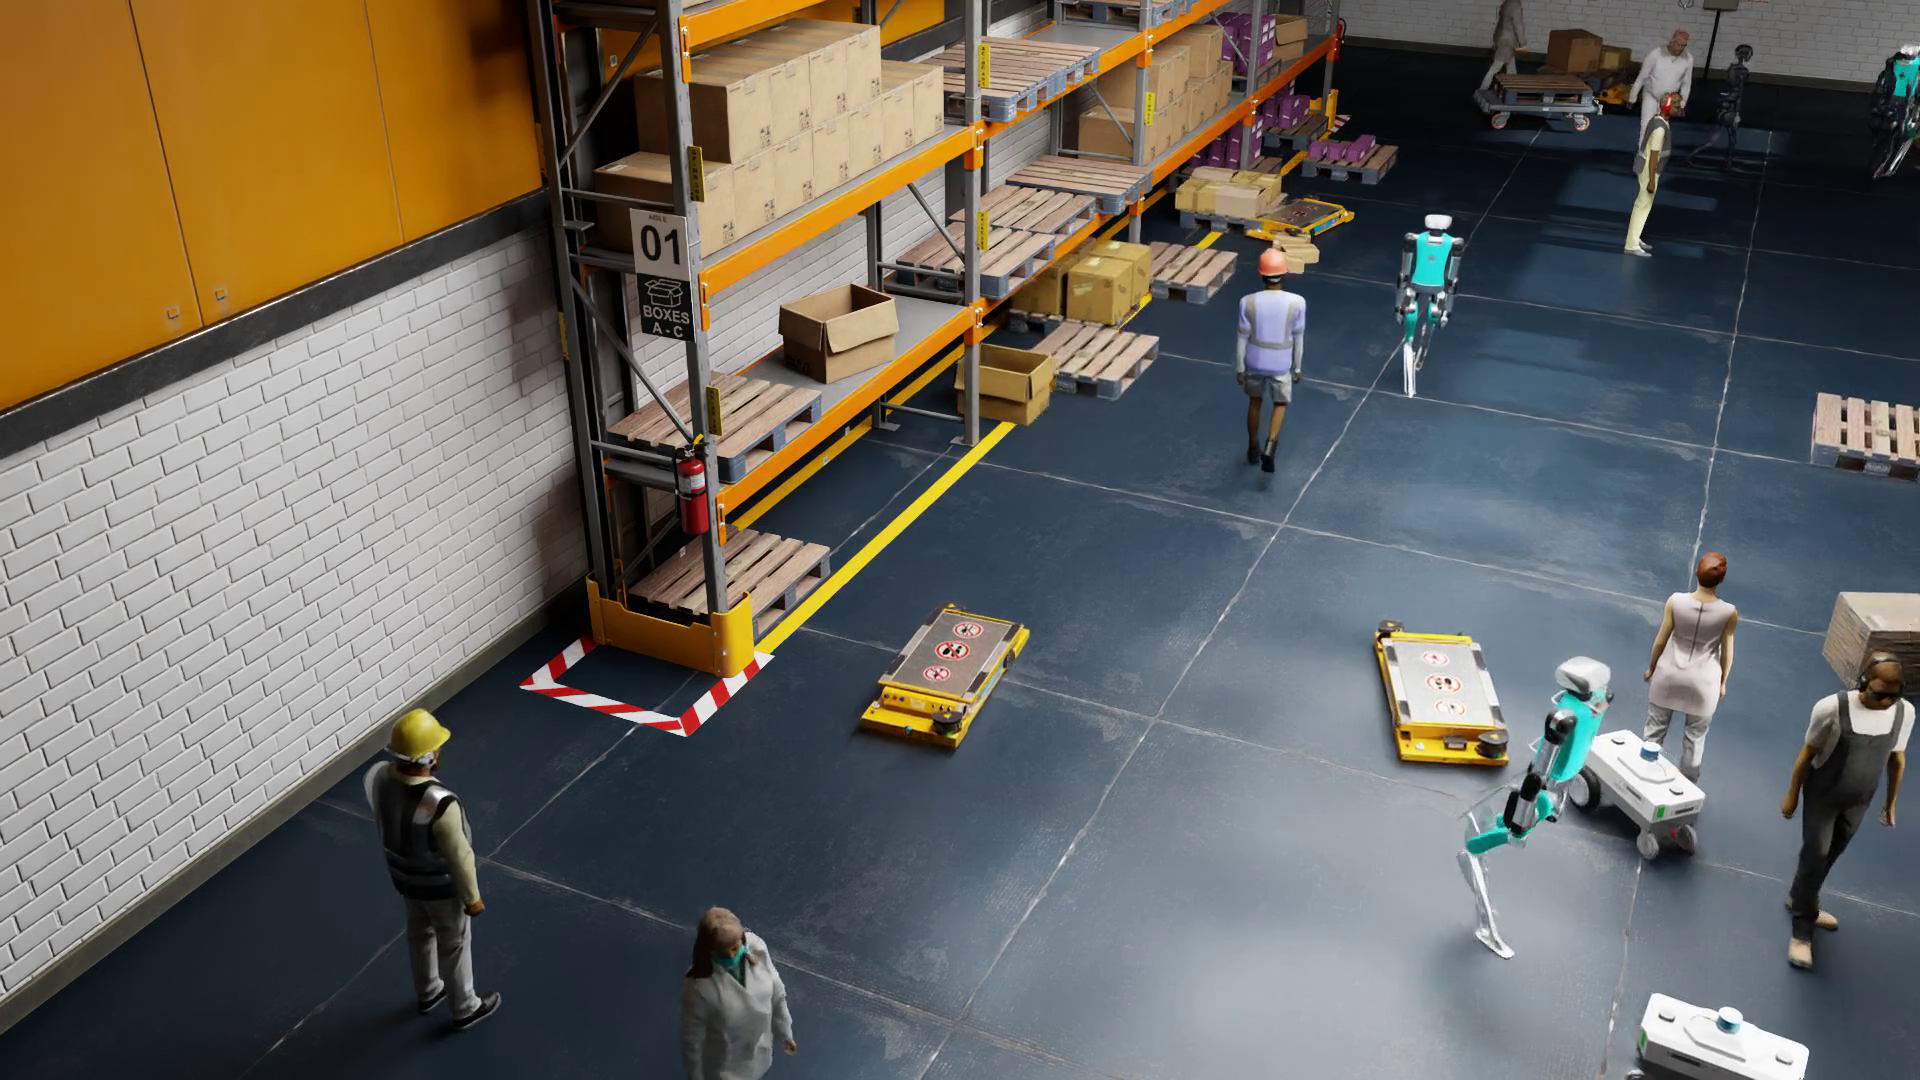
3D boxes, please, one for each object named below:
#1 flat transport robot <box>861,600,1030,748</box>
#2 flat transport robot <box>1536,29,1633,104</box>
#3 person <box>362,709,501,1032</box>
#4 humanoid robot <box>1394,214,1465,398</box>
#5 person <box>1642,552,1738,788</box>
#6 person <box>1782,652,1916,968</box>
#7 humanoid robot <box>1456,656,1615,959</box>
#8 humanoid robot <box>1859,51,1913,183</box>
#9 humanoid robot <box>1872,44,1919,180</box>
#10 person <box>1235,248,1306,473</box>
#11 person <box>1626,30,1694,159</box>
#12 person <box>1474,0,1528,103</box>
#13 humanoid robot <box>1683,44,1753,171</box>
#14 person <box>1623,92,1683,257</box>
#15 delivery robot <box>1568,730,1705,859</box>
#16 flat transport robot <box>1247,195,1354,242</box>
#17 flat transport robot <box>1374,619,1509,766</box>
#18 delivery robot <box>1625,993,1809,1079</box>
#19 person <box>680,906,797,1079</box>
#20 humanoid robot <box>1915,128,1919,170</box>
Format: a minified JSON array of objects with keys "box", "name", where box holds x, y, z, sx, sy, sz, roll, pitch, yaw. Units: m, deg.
[{"box":[-0.072,0.872,11.112,0.659,0.231,1.431,10,30,19],"name":"flat transport robot"},{"box":[9.622,-6.969,25.651,1.431,0.231,0.659,22,35,35],"name":"flat transport robot"},{"box":[-2.559,1.614,8.104,0.595,1.824,0.403,17,33,29],"name":"person"},{"box":[4.294,-2.249,15.371,0.545,1.767,0.938,7,29,13],"name":"humanoid robot"},{"box":[4.255,0.816,9.746,0.450,1.660,0.286,14,31,25],"name":"person"},{"box":[4.568,1.365,8.563,0.530,1.821,0.602,-1,28,-2],"name":"person"},{"box":[2.896,1.327,8.736,0.557,1.780,0.757,-25,37,-38],"name":"humanoid robot"},{"box":[11.870,-5.417,21.295,0.361,1.666,0.603,-11,30,-19],"name":"humanoid robot"},{"box":[12.100,-5.438,21.334,0.730,1.854,0.539,-21,35,-33],"name":"humanoid robot"},{"box":[2.527,-1.441,13.662,0.563,1.915,0.664,7,29,13],"name":"person"},{"box":[9.066,-5.641,21.513,0.715,1.854,0.892,-1,28,-1],"name":"person"},{"box":[8.302,-7.452,24.943,0.984,1.777,0.523,0,28,0],"name":"person"},{"box":[9.998,-5.646,21.766,0.724,1.644,0.584,4,29,7],"name":"humanoid robot"},{"box":[7.764,-4.124,18.726,0.380,1.836,0.562,11,30,19],"name":"person"},{"box":[3.980,1.442,9.767,0.499,0.608,0.784,-9,30,-16],"name":"delivery robot"},{"box":[4.059,-3.791,19.758,0.659,0.231,1.431,21,35,34],"name":"flat transport robot"},{"box":[3.135,0.987,10.898,0.659,0.231,1.431,3,28,5],"name":"flat transport robot"},{"box":[3.575,2.461,7.856,0.769,0.587,0.499,16,32,27],"name":"delivery robot"},{"box":[-1.021,2.185,7.248,0.865,1.617,0.481,20,34,32],"name":"person"},{"box":[12.694,-5.539,21.494,0.772,1.818,0.549,8,29,15],"name":"humanoid robot"}]
